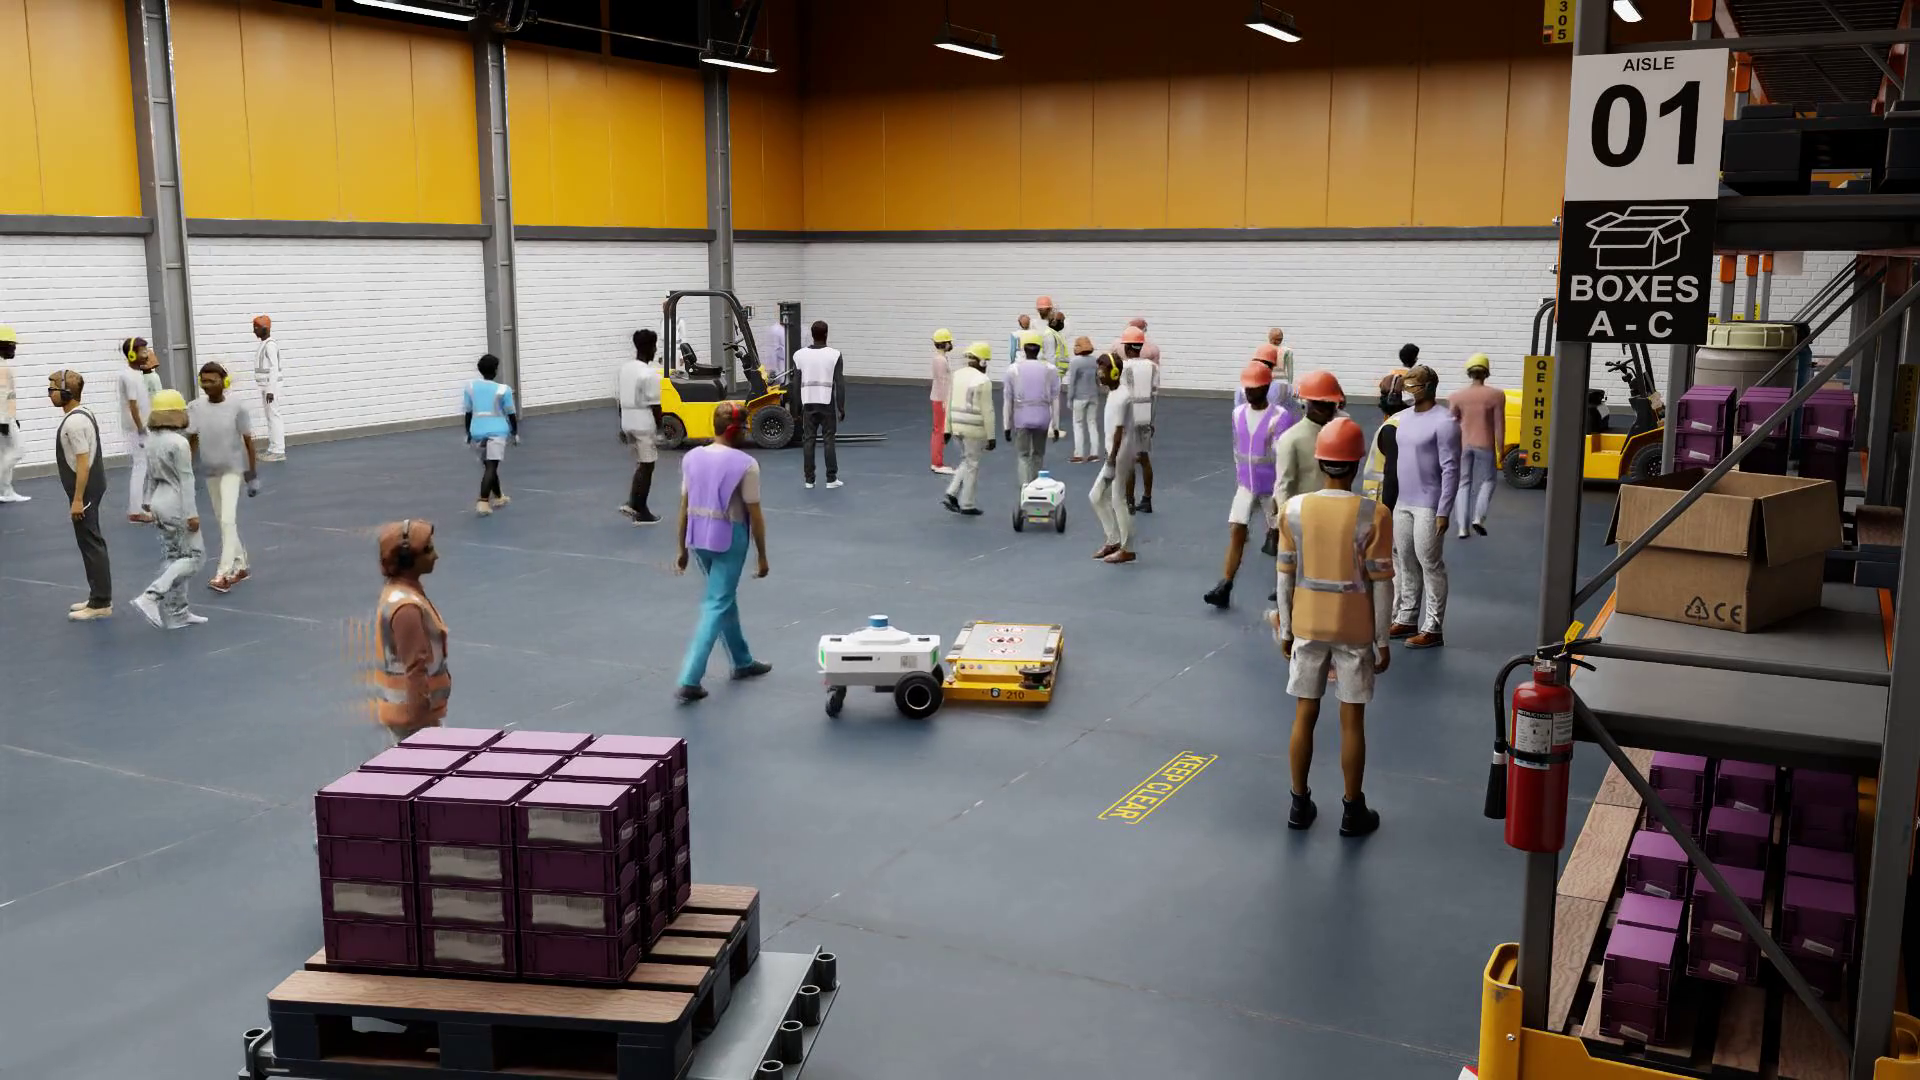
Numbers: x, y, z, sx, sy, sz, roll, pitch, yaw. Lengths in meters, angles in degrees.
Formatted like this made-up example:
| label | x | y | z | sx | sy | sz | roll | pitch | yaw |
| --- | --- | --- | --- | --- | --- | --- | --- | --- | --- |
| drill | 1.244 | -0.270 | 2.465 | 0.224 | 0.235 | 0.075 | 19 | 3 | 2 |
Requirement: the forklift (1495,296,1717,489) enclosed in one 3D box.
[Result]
| label | x | y | z | sx | sy | sz | roll | pitch | yaw |
| --- | --- | --- | --- | --- | --- | --- | --- | --- | --- |
| forklift | 7.296 | -1.677 | 18.993 | 2.313 | 2.155 | 1.214 | 5 | 11 | 27 |

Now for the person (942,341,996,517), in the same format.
| label | x | y | z | sx | sy | sz | roll | pitch | yaw |
| --- | --- | --- | --- | --- | --- | --- | --- | --- | --- |
| person | 0.135 | -1.114 | 16.895 | 0.452 | 1.804 | 0.602 | -7 | 12 | -34 |

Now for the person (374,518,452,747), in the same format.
| label | x | y | z | sx | sy | sz | roll | pitch | yaw |
| --- | --- | --- | --- | --- | --- | --- | --- | --- | --- |
| person | -2.257 | 0.718 | 6.773 | 0.438 | 1.626 | 0.520 | -3 | 10 | -16 |

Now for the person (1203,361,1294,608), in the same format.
| label | x | y | z | sx | sy | sz | roll | pitch | yaw |
| --- | --- | --- | --- | --- | --- | --- | --- | --- | --- |
| person | 2.269 | -0.418 | 12.646 | 0.554 | 1.875 | 1.025 | 9 | 13 | 41 |

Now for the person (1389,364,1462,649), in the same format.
| label | x | y | z | sx | sy | sz | roll | pitch | yaw |
| --- | --- | --- | --- | --- | --- | --- | --- | --- | --- |
| person | 3.145 | -0.230 | 11.360 | 0.354 | 1.937 | 0.635 | -4 | 10 | -21 |

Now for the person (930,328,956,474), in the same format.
| label | x | y | z | sx | sy | sz | roll | pitch | yaw |
| --- | --- | --- | --- | --- | --- | --- | --- | --- | --- |
| person | -0.211 | -1.694 | 20.326 | 0.306 | 1.772 | 0.527 | -1 | 10 | -7 |

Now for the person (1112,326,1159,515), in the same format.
| label | x | y | z | sx | sy | sz | roll | pitch | yaw |
| --- | --- | --- | --- | --- | --- | --- | --- | --- | --- |
| person | 1.775 | -1.227 | 17.133 | 0.552 | 1.935 | 0.373 | -7 | 12 | -35 |

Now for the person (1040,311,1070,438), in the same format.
| label | x | y | z | sx | sy | sz | roll | pitch | yaw |
| --- | --- | --- | --- | --- | --- | --- | --- | --- | --- |
| person | 1.389 | -2.414 | 24.287 | 0.429 | 1.843 | 0.622 | 1 | 10 | 8 |

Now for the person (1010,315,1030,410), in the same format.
| label | x | y | z | sx | sy | sz | roll | pitch | yaw |
| --- | --- | --- | --- | --- | --- | --- | --- | --- | --- |
| person | 1.102 | -3.011 | 28.328 | 0.522 | 1.637 | 0.305 | -2 | 10 | -13 |

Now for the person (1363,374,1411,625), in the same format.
| label | x | y | z | sx | sy | sz | roll | pitch | yaw |
| --- | --- | --- | --- | --- | --- | --- | --- | --- | --- |
| person | 3.059 | -0.247 | 11.740 | 0.429 | 1.841 | 0.634 | 6 | 11 | 29 |

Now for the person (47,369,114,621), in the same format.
| label | x | y | z | sx | sy | sz | roll | pitch | yaw |
| --- | --- | --- | --- | --- | --- | --- | --- | --- | --- |
| person | -6.445 | -0.329 | 12.200 | 0.328 | 1.844 | 0.511 | -4 | 11 | -22 |

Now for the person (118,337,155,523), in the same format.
| label | x | y | z | sx | sy | sz | roll | pitch | yaw |
| --- | --- | --- | --- | --- | --- | --- | --- | --- | --- |
| person | -8.098 | -1.093 | 16.596 | 0.523 | 1.854 | 0.572 | -3 | 10 | -18 |

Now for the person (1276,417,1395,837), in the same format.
| label | x | y | z | sx | sy | sz | roll | pitch | yaw |
| --- | --- | --- | --- | --- | --- | --- | --- | --- | --- |
| person | 1.731 | 0.403 | 7.682 | 0.545 | 1.942 | 0.351 | 5 | 11 | 28 |

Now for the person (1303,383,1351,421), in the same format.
| label | x | y | z | sx | sy | sz | roll | pitch | yaw |
| --- | --- | --- | --- | --- | --- | --- | --- | --- | --- |
| person | 3.198 | -0.596 | 14.518 | 0.487 | 1.579 | 0.899 | -3 | 10 | -15 |

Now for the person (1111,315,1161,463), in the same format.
| label | x | y | z | sx | sy | sz | roll | pitch | yaw |
| --- | --- | --- | --- | --- | --- | --- | --- | --- | --- |
| person | 2.230 | -1.910 | 21.210 | 0.655 | 1.893 | 0.573 | 2 | 10 | 11 |

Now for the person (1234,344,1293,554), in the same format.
| label | x | y | z | sx | sy | sz | roll | pitch | yaw |
| --- | --- | --- | --- | --- | --- | --- | --- | --- | --- |
| person | 2.743 | -0.833 | 15.084 | 0.542 | 1.876 | 1.000 | 1 | 10 | 4 |

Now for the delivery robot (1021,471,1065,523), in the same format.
| label | x | y | z | sx | sy | sz | roll | pitch | yaw |
| --- | --- | --- | --- | --- | --- | --- | --- | --- | --- |
| delivery robot | 0.812 | -0.429 | 16.239 | 0.477 | 0.478 | 0.707 | 2 | 10 | 11 |

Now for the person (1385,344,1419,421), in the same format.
| label | x | y | z | sx | sy | sz | roll | pitch | yaw |
| --- | --- | --- | --- | --- | --- | --- | --- | --- | --- |
| person | 5.109 | -1.374 | 18.776 | 0.736 | 1.669 | 0.543 | -8 | 13 | -39 |

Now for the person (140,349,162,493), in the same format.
| label | x | y | z | sx | sy | sz | roll | pitch | yaw |
| --- | --- | --- | --- | --- | --- | --- | --- | --- | --- |
| person | -9.025 | -1.315 | 18.519 | 0.499 | 1.633 | 0.286 | 9 | 13 | 42 |

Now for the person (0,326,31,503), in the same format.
| label | x | y | z | sx | sy | sz | roll | pitch | yaw |
| --- | --- | --- | --- | --- | --- | --- | --- | --- | --- |
| person | -10.268 | -1.336 | 17.862 | 0.498 | 1.904 | 0.604 | -7 | 12 | -37 |

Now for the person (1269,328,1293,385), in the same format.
| label | x | y | z | sx | sy | sz | roll | pitch | yaw |
| --- | --- | --- | --- | --- | --- | --- | --- | --- | --- |
| person | 4.431 | -2.163 | 23.412 | 0.513 | 1.641 | 0.309 | 1 | 10 | 5 |

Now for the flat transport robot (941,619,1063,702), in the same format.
| label | x | y | z | sx | sy | sz | roll | pitch | yaw |
| --- | --- | --- | --- | --- | --- | --- | --- | --- | --- |
| flat transport robot | 0.291 | 0.744 | 10.540 | 0.652 | 0.197 | 1.431 | 1 | 10 | 7 |

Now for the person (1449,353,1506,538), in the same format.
| label | x | y | z | sx | sy | sz | roll | pitch | yaw |
| --- | --- | --- | --- | --- | --- | --- | --- | --- | --- |
| person | 4.857 | -0.882 | 15.672 | 0.546 | 1.748 | 0.406 | 6 | 11 | 31 |

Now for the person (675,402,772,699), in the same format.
| label | x | y | z | sx | sy | sz | roll | pitch | yaw |
| --- | --- | --- | --- | --- | --- | --- | --- | --- | --- |
| person | -1.456 | 0.053 | 10.159 | 0.582 | 1.794 | 0.948 | 7 | 12 | 34 |

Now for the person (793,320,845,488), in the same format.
| label | x | y | z | sx | sy | sz | roll | pitch | yaw |
| --- | --- | --- | --- | --- | --- | --- | --- | --- | --- |
| person | -1.611 | -1.545 | 19.034 | 0.597 | 1.915 | 0.372 | 2 | 10 | 11 |

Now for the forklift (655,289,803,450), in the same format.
| label | x | y | z | sx | sy | sz | roll | pitch | yaw |
| --- | --- | --- | --- | --- | --- | --- | --- | --- | --- |
| forklift | -3.358 | -2.392 | 23.136 | 2.313 | 2.155 | 1.214 | -1 | 10 | -5 |

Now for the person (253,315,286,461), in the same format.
| label | x | y | z | sx | sy | sz | roll | pitch | yaw |
| --- | --- | --- | --- | --- | --- | --- | --- | --- | --- |
| person | -8.955 | -1.961 | 21.532 | 0.356 | 1.886 | 0.574 | -6 | 11 | -31 |

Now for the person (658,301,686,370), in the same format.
| label | x | y | z | sx | sy | sz | roll | pitch | yaw |
| --- | --- | --- | --- | --- | --- | --- | --- | --- | --- |
| person | -4.945 | -3.165 | 28.499 | 0.573 | 1.886 | 0.353 | 6 | 12 | 32 |

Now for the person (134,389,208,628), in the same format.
| label | x | y | z | sx | sy | sz | roll | pitch | yaw |
| --- | --- | --- | --- | --- | --- | --- | --- | --- | --- |
| person | -5.630 | -0.200 | 11.789 | 0.500 | 1.724 | 0.493 | 8 | 12 | 37 |

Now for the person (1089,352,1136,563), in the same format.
| label | x | y | z | sx | sy | sz | roll | pitch | yaw |
| --- | --- | --- | --- | --- | --- | --- | --- | --- | --- |
| person | 1.304 | -0.686 | 14.289 | 0.549 | 1.831 | 0.550 | 0 | 10 | -2 |

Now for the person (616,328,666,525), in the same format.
| label | x | y | z | sx | sy | sz | roll | pitch | yaw |
| --- | --- | --- | --- | --- | --- | --- | --- | --- | --- |
| person | -3.122 | -1.116 | 16.446 | 0.641 | 1.946 | 0.429 | 9 | 14 | 43 |

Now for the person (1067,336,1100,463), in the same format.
| label | x | y | z | sx | sy | sz | roll | pitch | yaw |
| --- | --- | --- | --- | --- | --- | --- | --- | --- | --- |
| person | 1.593 | -1.792 | 21.292 | 0.523 | 1.626 | 0.335 | -6 | 11 | -31 |

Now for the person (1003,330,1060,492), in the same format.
| label | x | y | z | sx | sy | sz | roll | pitch | yaw |
| --- | --- | --- | --- | --- | --- | --- | --- | --- | --- |
| person | 0.748 | -1.230 | 17.305 | 0.592 | 1.894 | 0.650 | 0 | 10 | -2 |

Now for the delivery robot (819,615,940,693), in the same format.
| label | x | y | z | sx | sy | sz | roll | pitch | yaw |
| --- | --- | --- | --- | --- | --- | --- | --- | --- | --- |
| delivery robot | -0.474 | 0.686 | 9.784 | 0.707 | 0.478 | 0.477 | 0 | 10 | 0 |

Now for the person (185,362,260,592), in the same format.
| label | x | y | z | sx | sy | sz | roll | pitch | yaw |
| --- | --- | --- | --- | --- | --- | --- | --- | --- | --- |
| person | -5.935 | -0.491 | 13.217 | 0.538 | 1.820 | 0.957 | 1 | 10 | 5 |

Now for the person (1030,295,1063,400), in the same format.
| label | x | y | z | sx | sy | sz | roll | pitch | yaw |
| --- | --- | --- | --- | --- | --- | --- | --- | --- | --- |
| person | 1.435 | -2.968 | 27.008 | 0.635 | 2.015 | 0.759 | 7 | 12 | 34 |

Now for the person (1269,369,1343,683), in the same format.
| label | x | y | z | sx | sy | sz | roll | pitch | yaw |
| --- | --- | --- | --- | --- | --- | --- | --- | --- | --- |
| person | 2.219 | -0.105 | 10.548 | 0.640 | 1.968 | 0.668 | -7 | 12 | -37 |

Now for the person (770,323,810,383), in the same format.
| label | x | y | z | sx | sy | sz | roll | pitch | yaw |
| --- | --- | --- | --- | --- | --- | --- | --- | --- | --- |
| person | -2.525 | -2.651 | 25.538 | 0.673 | 1.874 | 0.847 | -7 | 12 | -33 |

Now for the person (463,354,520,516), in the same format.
| label | x | y | z | sx | sy | sz | roll | pitch | yaw |
| --- | --- | --- | --- | --- | --- | --- | --- | --- | --- |
| person | -4.846 | -1.095 | 17.209 | 0.539 | 1.645 | 0.890 | 2 | 10 | 9 |
